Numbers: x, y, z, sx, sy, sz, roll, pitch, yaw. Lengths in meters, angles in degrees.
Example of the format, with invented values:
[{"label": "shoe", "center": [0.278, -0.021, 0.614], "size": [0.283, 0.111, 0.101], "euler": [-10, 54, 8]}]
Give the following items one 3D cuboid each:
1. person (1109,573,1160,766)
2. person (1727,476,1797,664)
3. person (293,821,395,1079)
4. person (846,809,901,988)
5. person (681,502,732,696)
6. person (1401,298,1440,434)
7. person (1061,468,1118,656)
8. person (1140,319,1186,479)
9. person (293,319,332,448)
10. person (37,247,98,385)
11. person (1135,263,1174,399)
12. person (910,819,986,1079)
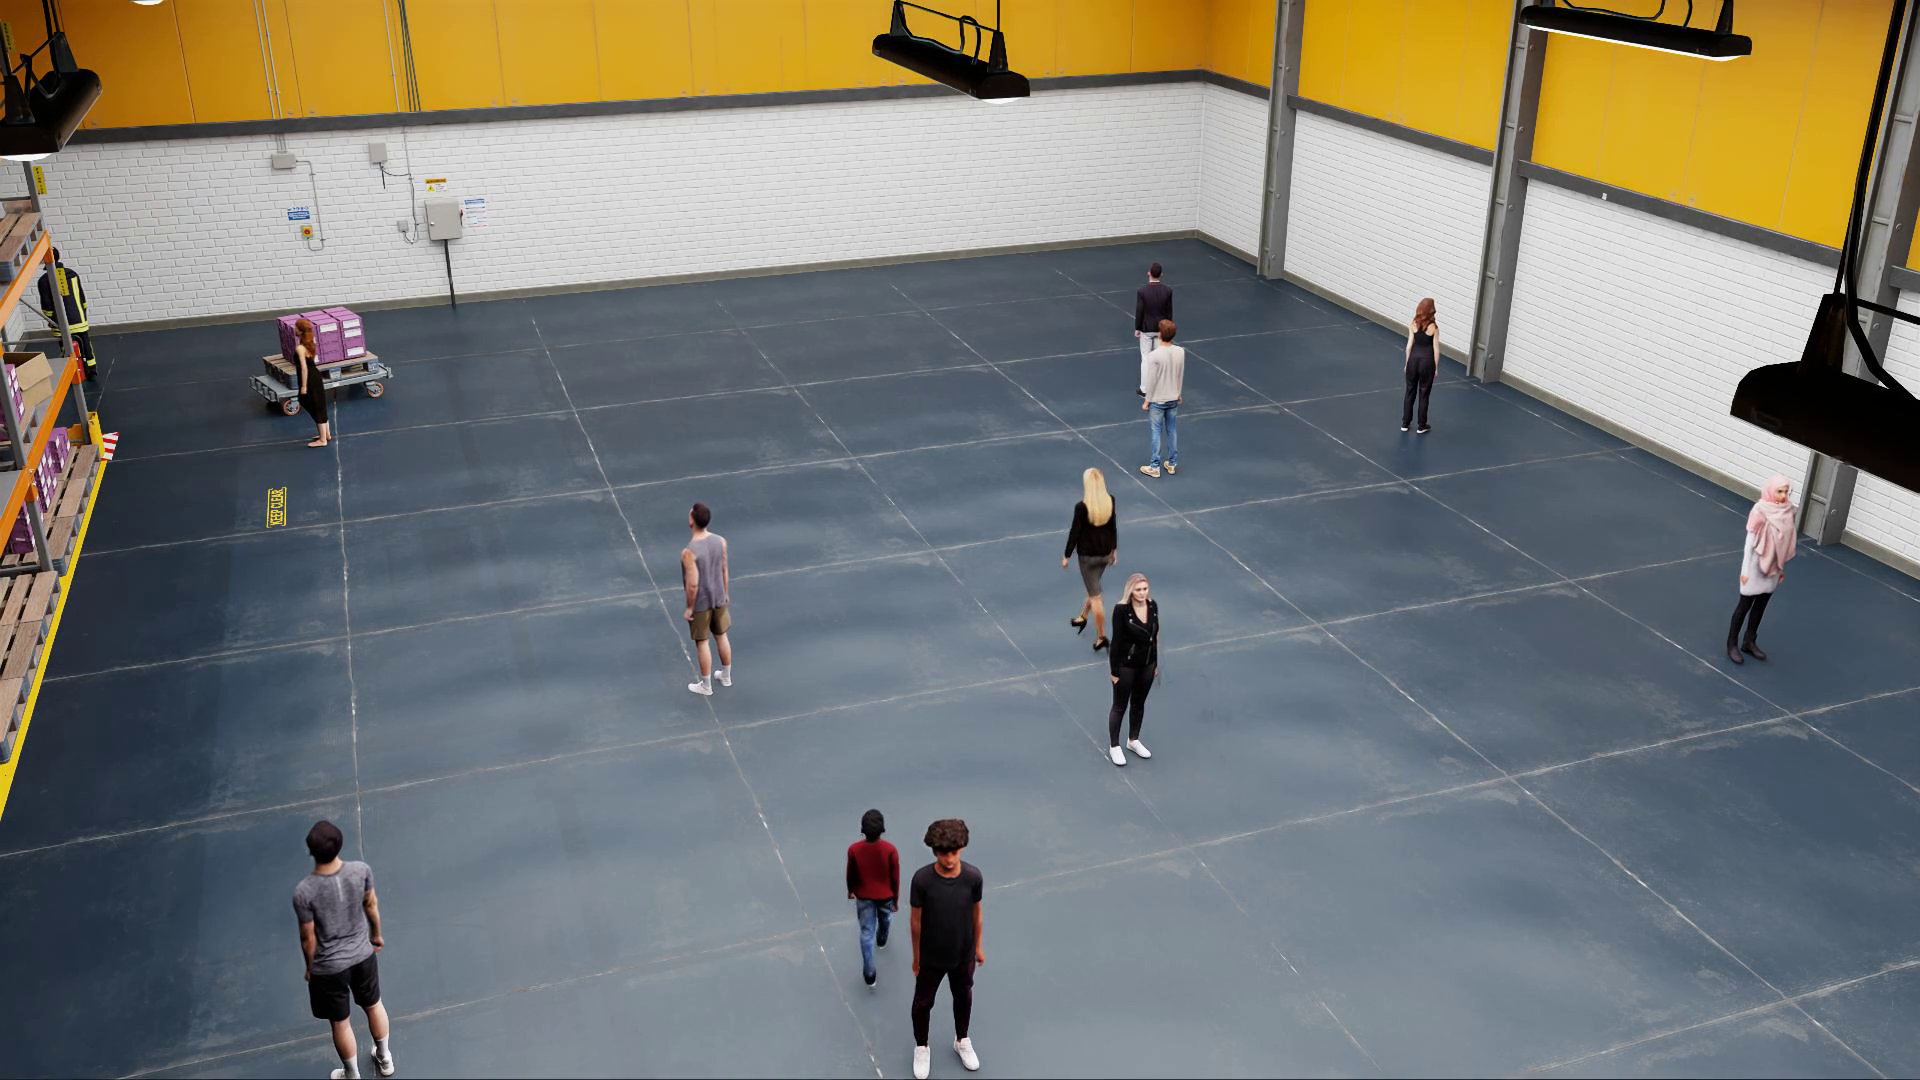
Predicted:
[{"label": "person", "center": [1.432, 1.042, 13.746], "size": [0.635, 1.685, 0.561], "euler": [-11, 26, -24]}, {"label": "person", "center": [7.415, 0.261, 15.385], "size": [0.637, 1.803, 0.602], "euler": [-6, 24, -14]}, {"label": "person", "center": [-3.750, 2.528, 10.113], "size": [0.707, 1.871, 0.734], "euler": [21, 31, 40]}, {"label": "person", "center": [-0.576, 2.416, 11.182], "size": [0.664, 1.222, 0.935], "euler": [-2, 24, -4]}, {"label": "person", "center": [-2.261, 0.523, 14.820], "size": [0.726, 1.847, 0.719], "euler": [22, 32, 40]}, {"label": "person", "center": [5.856, -2.228, 21.149], "size": [0.644, 1.748, 0.727], "euler": [14, 27, 29]}, {"label": "person", "center": [1.295, 0.230, 15.435], "size": [0.780, 1.819, 0.974], "euler": [-15, 28, -30]}, {"label": "person", "center": [2.418, -1.678, 19.692], "size": [0.675, 1.905, 0.593], "euler": [-10, 26, -23]}, {"label": "person", "center": [-8.071, -1.965, 20.700], "size": [0.694, 1.625, 0.592], "euler": [-1, 24, -2]}, {"label": "person", "center": [-12.305, -3.097, 22.912], "size": [0.910, 1.927, 0.895], "euler": [16, 28, 32]}, {"label": "person", "center": [2.601, -2.832, 22.409], "size": [0.710, 1.844, 0.642], "euler": [-2, 24, -5]}, {"label": "person", "center": [-0.087, 2.495, 10.298], "size": [0.660, 1.784, 0.609], "euler": [-5, 24, -11]}]
